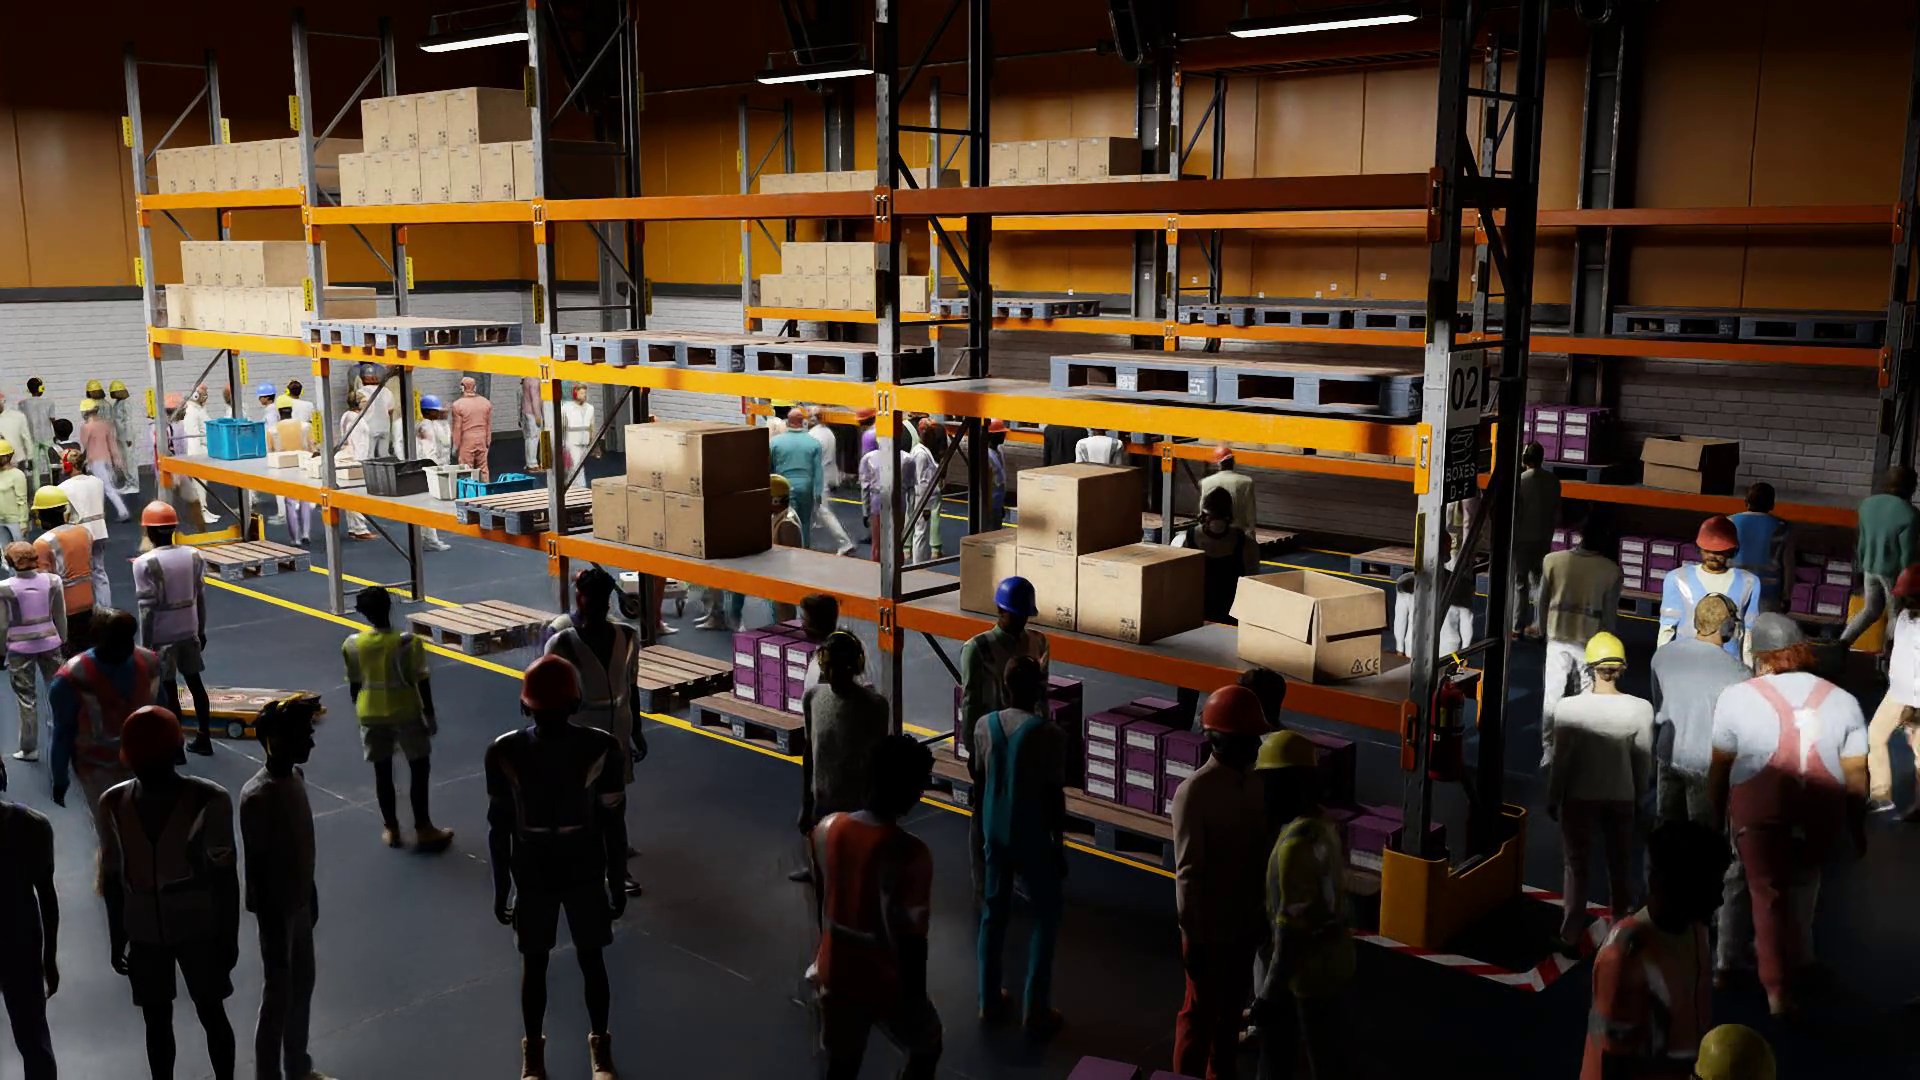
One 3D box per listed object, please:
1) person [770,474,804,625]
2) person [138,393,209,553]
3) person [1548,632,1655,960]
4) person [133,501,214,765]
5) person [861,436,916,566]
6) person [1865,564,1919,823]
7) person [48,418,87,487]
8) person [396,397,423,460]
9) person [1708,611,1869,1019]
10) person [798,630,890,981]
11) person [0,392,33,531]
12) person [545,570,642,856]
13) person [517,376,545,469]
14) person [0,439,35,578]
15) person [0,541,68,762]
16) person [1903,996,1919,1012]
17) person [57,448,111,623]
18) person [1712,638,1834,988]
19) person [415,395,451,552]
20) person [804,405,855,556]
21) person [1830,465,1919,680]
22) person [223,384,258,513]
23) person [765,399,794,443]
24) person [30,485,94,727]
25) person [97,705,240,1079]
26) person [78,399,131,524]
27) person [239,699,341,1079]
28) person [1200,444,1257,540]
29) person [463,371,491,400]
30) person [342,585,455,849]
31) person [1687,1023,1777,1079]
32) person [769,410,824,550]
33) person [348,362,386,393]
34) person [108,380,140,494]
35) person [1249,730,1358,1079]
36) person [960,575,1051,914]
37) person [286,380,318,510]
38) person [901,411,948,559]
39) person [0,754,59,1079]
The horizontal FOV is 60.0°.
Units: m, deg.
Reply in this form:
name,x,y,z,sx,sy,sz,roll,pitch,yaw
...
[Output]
name,x,y,z,sx,sy,sz,roll,pitch,yaw
person,-1.548,0.338,14.377,0.403,1.828,0.597,-2,10,-13
person,-9.665,-0.813,20.458,1.058,2.000,0.614,-10,14,-44
person,3.383,1.357,8.823,0.527,1.759,0.336,0,10,0
person,-5.783,0.674,12.171,0.375,1.935,0.551,5,11,27
person,-0.761,-0.317,17.843,0.589,1.914,0.399,0,10,0
person,6.159,1.011,10.849,0.607,1.718,0.558,-1,10,-5
person,-10.839,-0.632,20.238,0.317,1.695,0.540,3,11,18
person,-7.486,-1.140,22.998,0.573,1.750,0.430,-7,12,-34
person,4.117,1.312,8.273,0.724,2.000,1.026,2,10,13
person,-0.600,1.365,8.497,0.510,1.860,0.333,4,11,22
person,-12.523,-1.037,21.804,0.638,1.945,0.634,-5,11,-25
person,-2.414,1.058,10.415,0.871,1.806,0.586,8,13,40
person,-7.260,-2.050,28.161,0.492,1.731,0.324,1,10,4
person,-10.063,-0.196,17.605,0.524,1.761,0.339,5,11,25
person,-6.817,0.812,12.236,0.308,1.639,0.510,8,13,38
person,4.942,1.461,7.989,0.389,1.843,0.566,-4,11,-21
person,-8.472,0.028,16.113,0.388,1.838,0.561,3,10,14
person,4.190,1.364,8.459,0.747,1.861,0.593,-4,11,-23
person,-6.579,-0.830,20.654,0.398,1.943,0.616,-5,11,-28
person,-1.711,-0.717,20.279,0.993,1.864,0.630,3,10,14
person,7.967,0.295,14.388,0.714,1.913,0.633,-4,11,-21
person,-10.189,-1.296,23.548,0.448,1.859,0.624,-9,13,-40
person,-2.286,-0.920,21.212,0.371,1.929,0.585,-5,11,-26
person,-7.056,0.521,13.107,0.395,1.919,0.582,2,10,12
person,-3.269,1.613,6.898,0.544,1.929,0.388,-1,10,-5
person,-11.737,-1.071,22.683,0.917,1.713,0.530,2,10,9
person,-2.898,1.597,7.185,0.330,1.860,0.512,0,10,1
person,2.794,-0.133,17.324,0.603,1.728,0.371,3,10,16
person,-8.951,-2.589,30.708,0.643,1.909,0.410,6,12,29
person,-3.565,1.110,10.479,0.619,1.673,0.325,1,10,6
person,2.021,2.151,4.421,0.526,1.720,0.515,1,10,6
person,-1.941,-0.589,19.572,0.648,1.867,0.795,-2,10,-12
person,-10.552,-2.459,29.594,0.683,2.000,0.538,-8,13,-37
person,-12.827,-1.576,25.474,0.484,1.737,0.324,9,14,43
person,1.359,1.697,6.612,0.714,1.878,0.644,2,10,14
person,0.275,1.150,9.464,0.602,1.943,0.393,-7,12,-35
person,-9.512,-1.366,23.901,0.524,1.871,0.325,-8,13,-40
person,-0.477,-0.786,20.136,0.682,2.000,0.537,1,10,3
person,-3.889,1.690,6.691,0.507,1.846,0.346,-3,10,-15
